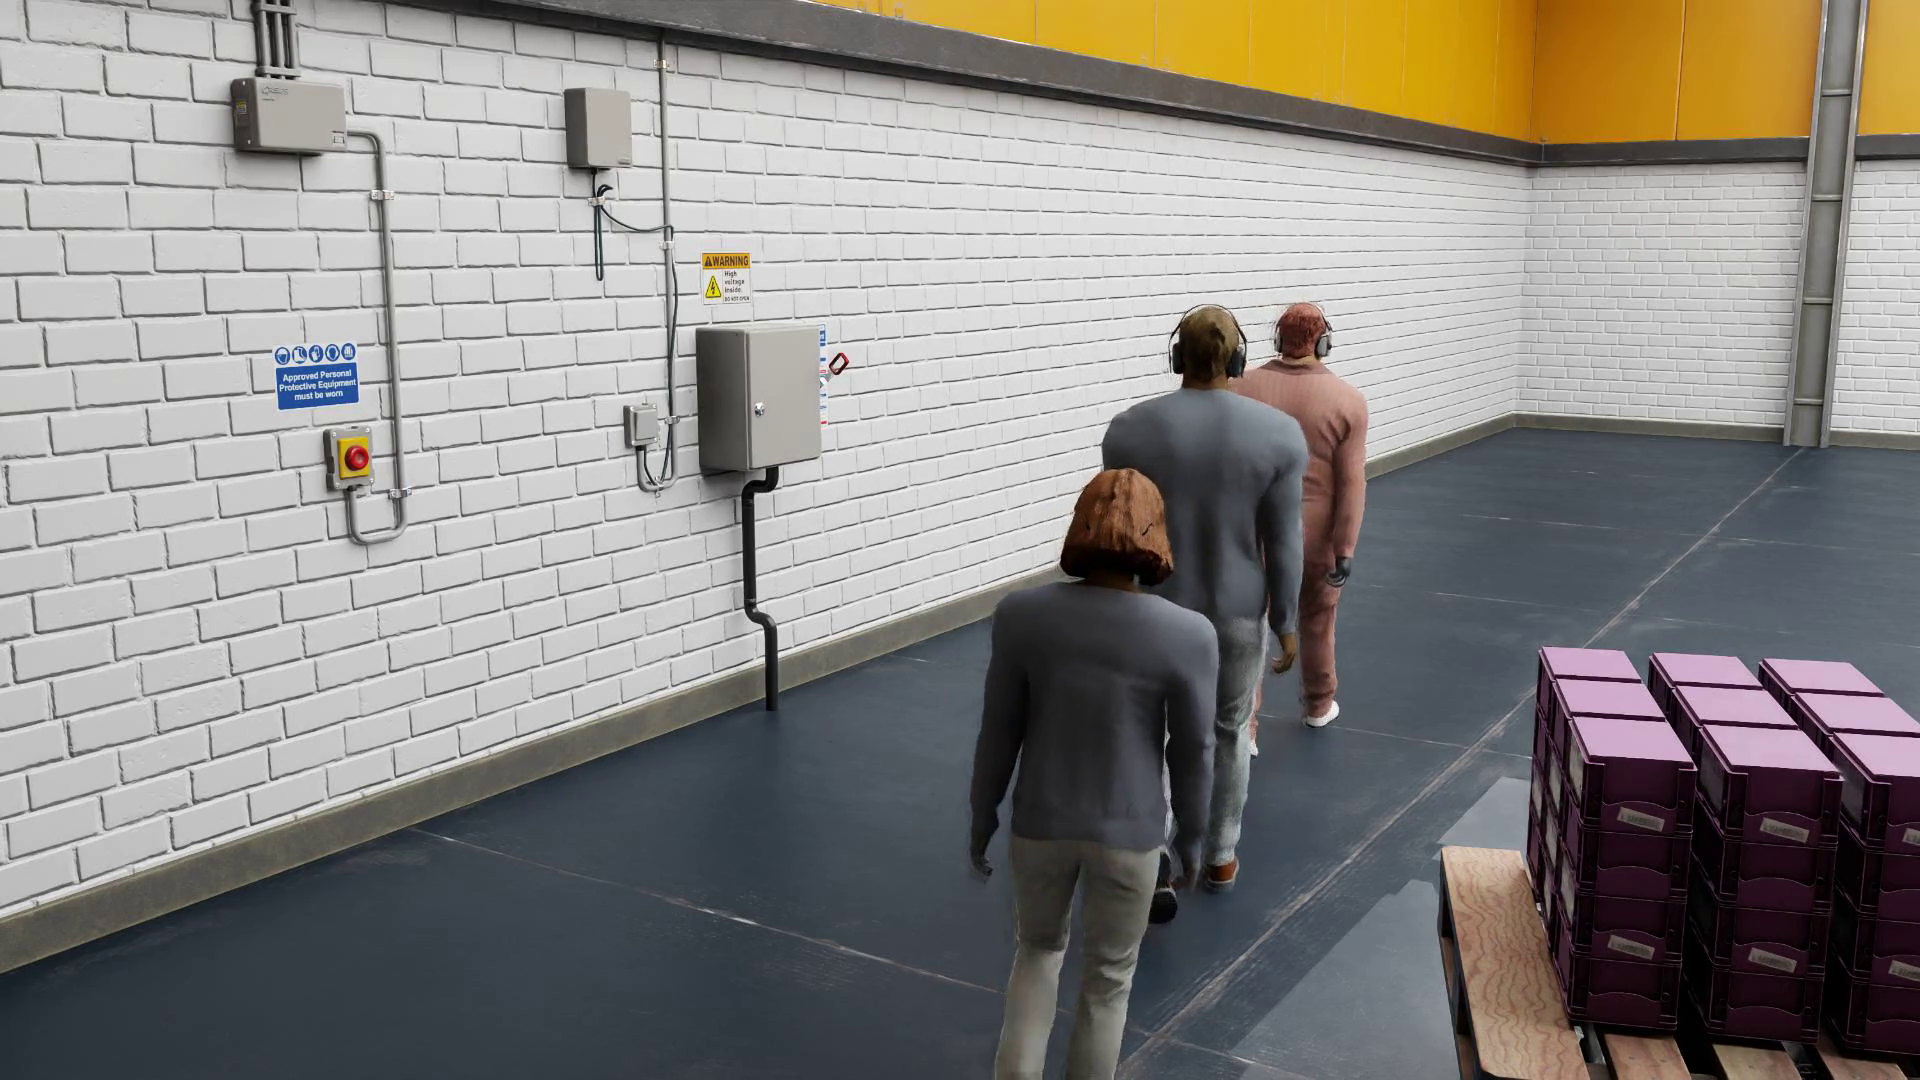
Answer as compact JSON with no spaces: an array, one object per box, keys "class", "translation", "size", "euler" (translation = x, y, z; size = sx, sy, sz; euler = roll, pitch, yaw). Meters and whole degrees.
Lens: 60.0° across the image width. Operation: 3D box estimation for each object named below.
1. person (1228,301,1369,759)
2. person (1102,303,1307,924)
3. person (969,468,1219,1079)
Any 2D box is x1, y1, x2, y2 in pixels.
[{"class":"person","translation":[1.345,-0.046,6.855],"size":[0.642,1.861,1.004],"euler":[4,11,21]},{"class":"person","translation":[0.732,0.235,5.146],"size":[0.636,1.919,0.786],"euler":[2,10,13]},{"class":"person","translation":[0.286,0.647,3.644],"size":[0.529,1.613,0.356],"euler":[3,11,16]}]
